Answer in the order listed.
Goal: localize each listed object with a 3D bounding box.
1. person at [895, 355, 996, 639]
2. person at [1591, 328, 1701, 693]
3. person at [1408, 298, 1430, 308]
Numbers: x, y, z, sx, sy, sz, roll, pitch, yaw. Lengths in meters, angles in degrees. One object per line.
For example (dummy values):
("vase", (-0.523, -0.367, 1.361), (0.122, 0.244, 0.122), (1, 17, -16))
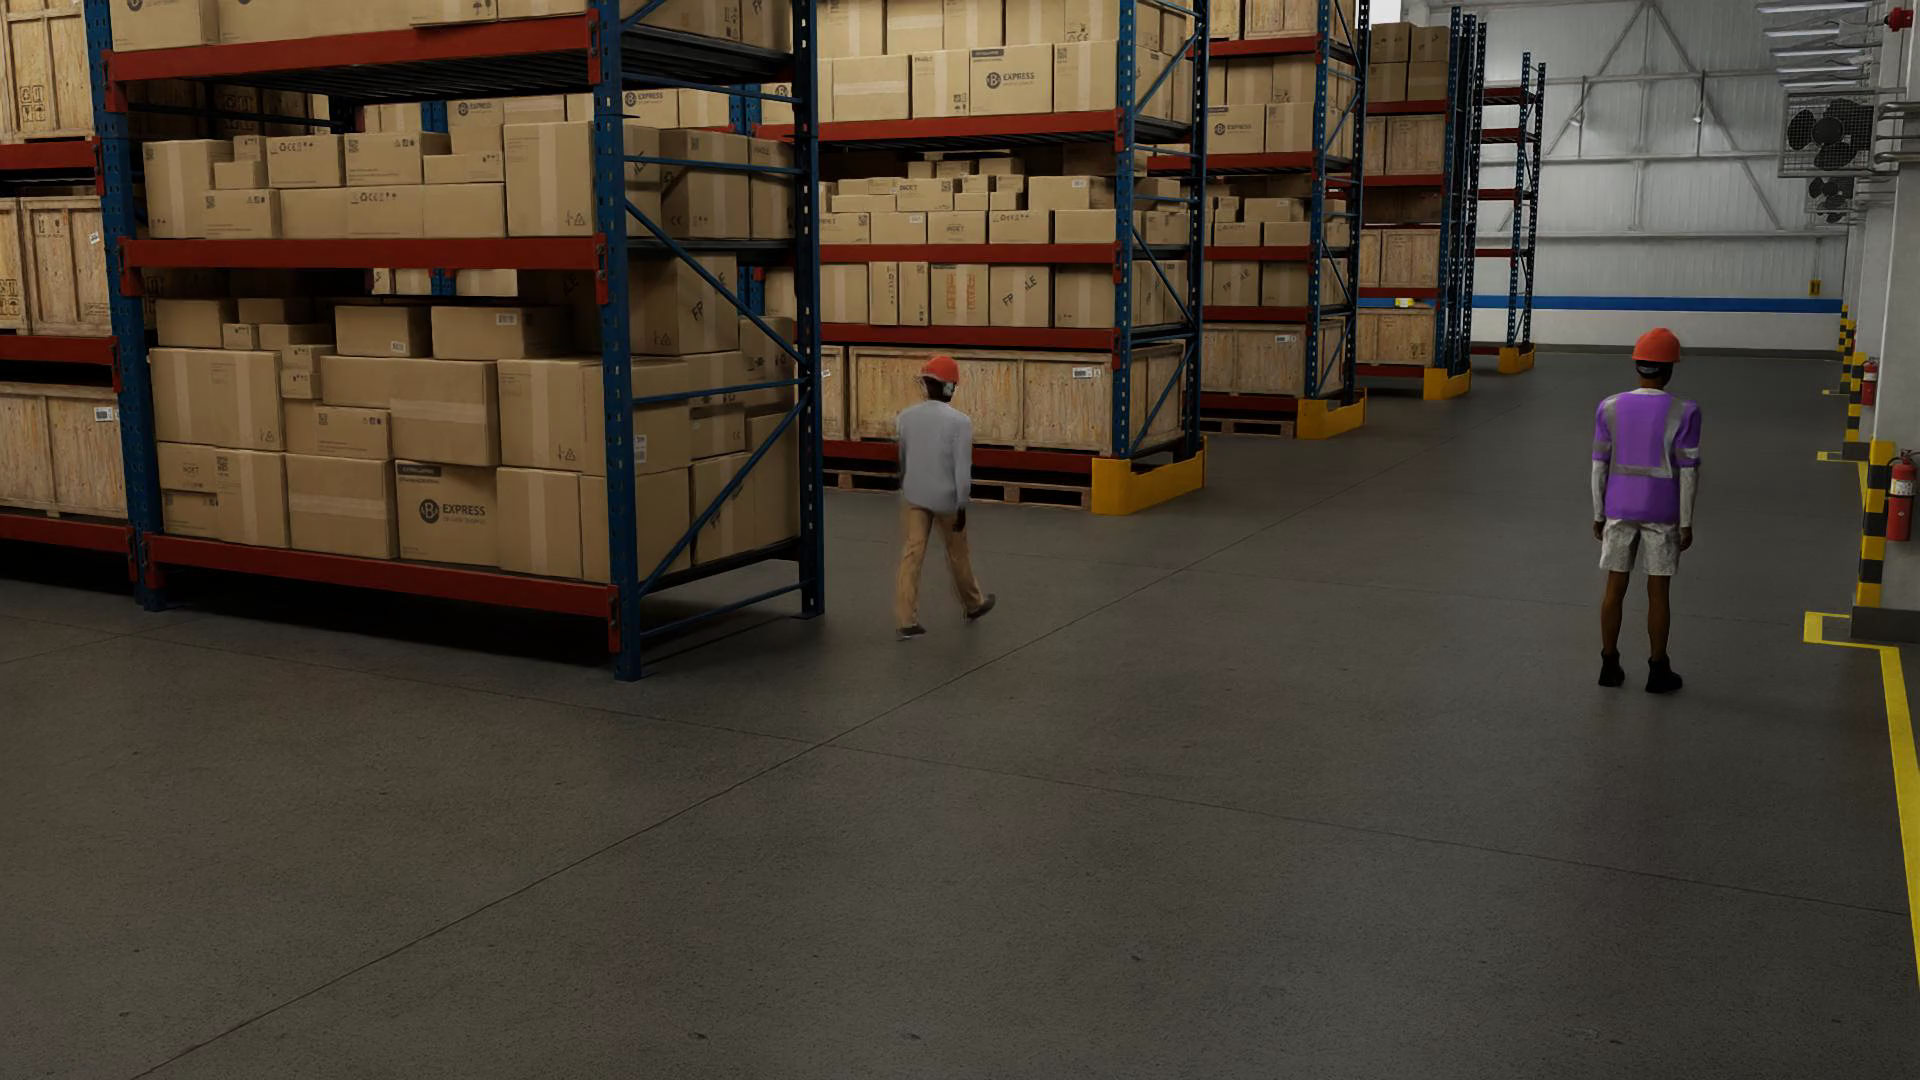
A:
("person", (-0.114, -0.277, 10.212), (0.579, 1.702, 0.893), (6, 11, 31))
("person", (3.651, -0.157, 8.879), (0.547, 1.938, 0.377), (8, 13, 39))
("person", (8.874, -4.048, 32.305), (0.527, 1.624, 0.376), (-5, 11, -27))
